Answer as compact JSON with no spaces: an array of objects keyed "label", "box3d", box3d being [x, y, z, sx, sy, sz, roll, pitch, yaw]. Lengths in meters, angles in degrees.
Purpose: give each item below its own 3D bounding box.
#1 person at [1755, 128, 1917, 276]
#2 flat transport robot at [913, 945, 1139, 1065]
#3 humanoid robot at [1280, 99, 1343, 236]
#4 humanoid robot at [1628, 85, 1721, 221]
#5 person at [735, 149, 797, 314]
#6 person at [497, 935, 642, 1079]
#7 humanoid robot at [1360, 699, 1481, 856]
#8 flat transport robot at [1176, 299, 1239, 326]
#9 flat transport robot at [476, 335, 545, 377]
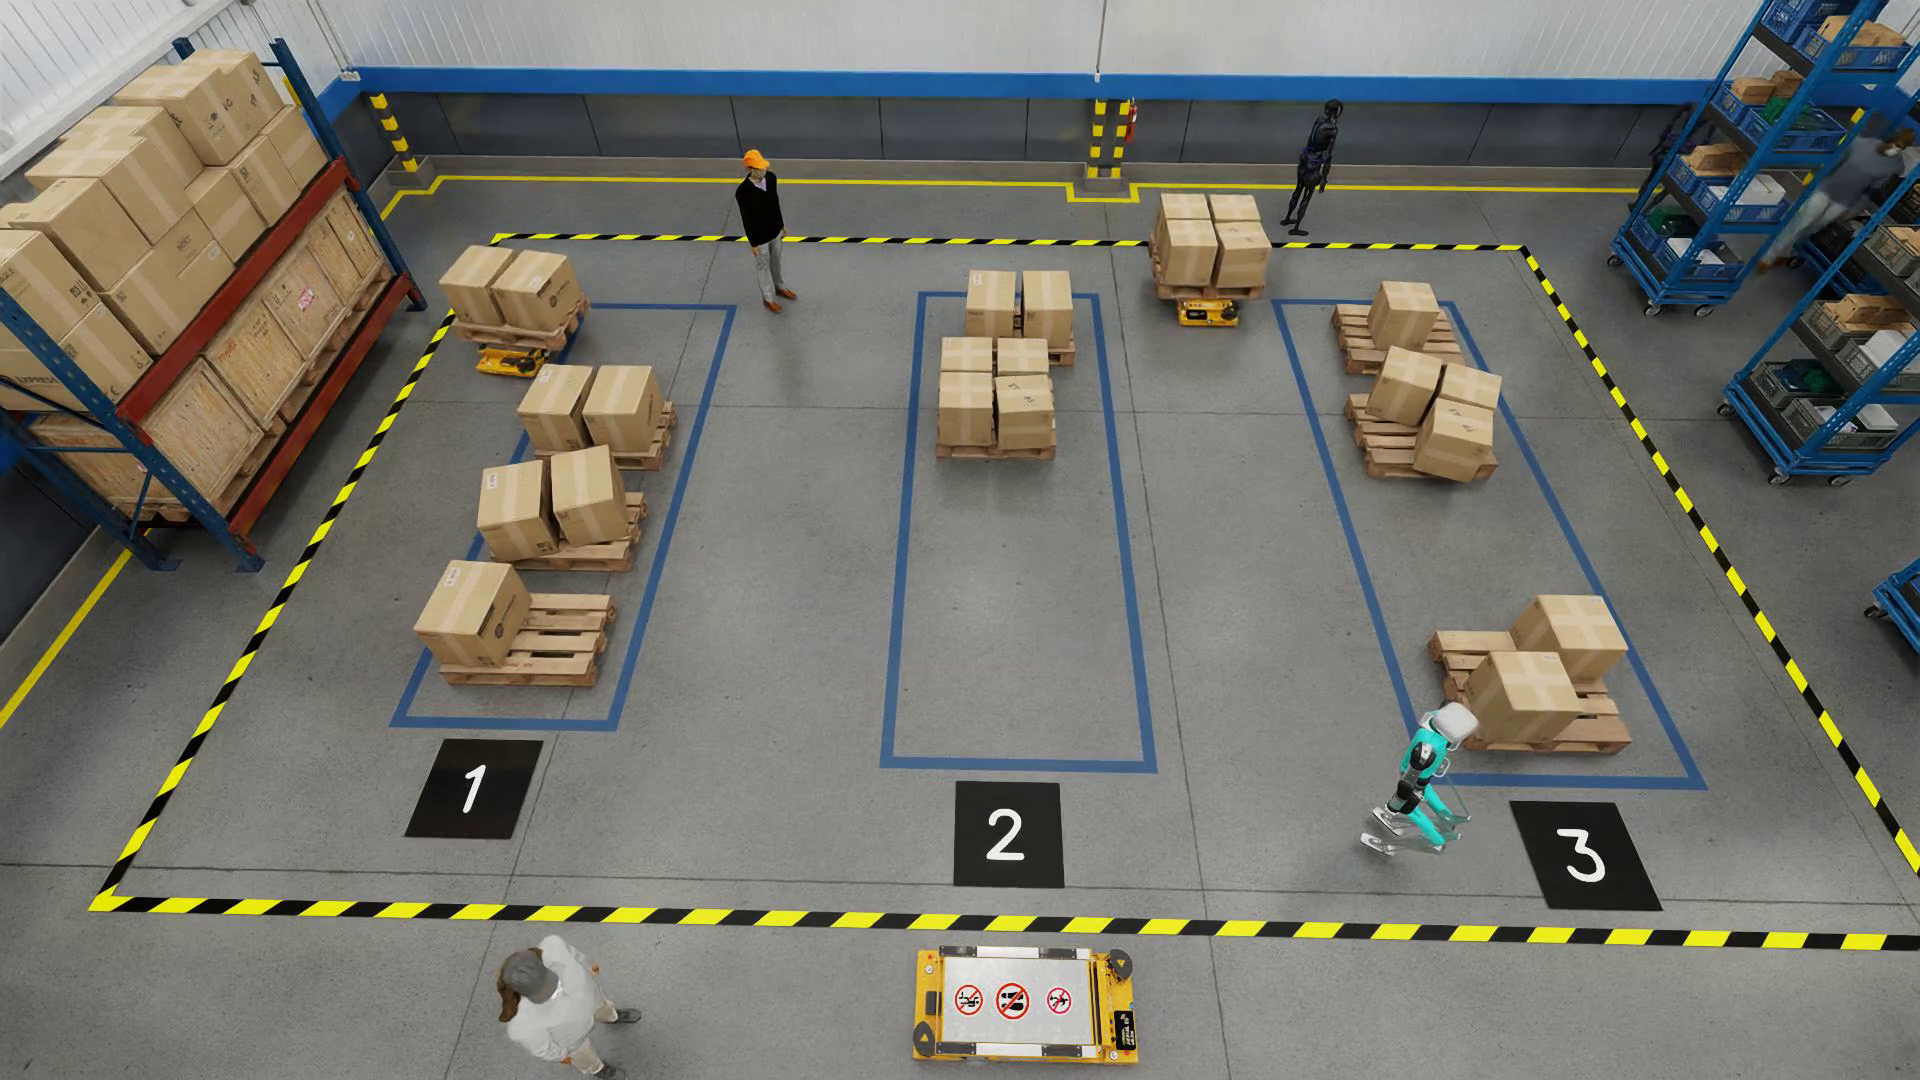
[{"label":"person","box3d":[10.120,-3.906,10.627,0.797,1.881,0.710,-36,59,-26]},{"label":"flat transport robot","box3d":[0.422,3.041,6.007,1.431,0.231,0.659,1,51,1]},{"label":"humanoid robot","box3d":[4.365,-4.614,11.330,0.315,1.655,0.599,-7,51,-6]},{"label":"humanoid robot","box3d":[8.977,-4.872,11.552,0.463,1.647,0.608,-20,54,-15]},{"label":"person","box3d":[-2.168,-3.446,10.254,0.361,1.884,0.587,25,55,19]},{"label":"person","box3d":[-2.258,2.719,5.300,0.396,1.766,0.572,3,51,3]},{"label":"humanoid robot","box3d":[3.166,1.699,6.070,0.735,1.673,0.533,34,58,25]},{"label":"flat transport robot","box3d":[2.894,-3.090,10.987,0.652,0.197,1.431,1,51,1]},{"label":"flat transport robot","box3d":[-4.884,-2.415,10.436,0.652,0.197,1.431,7,51,5]}]
